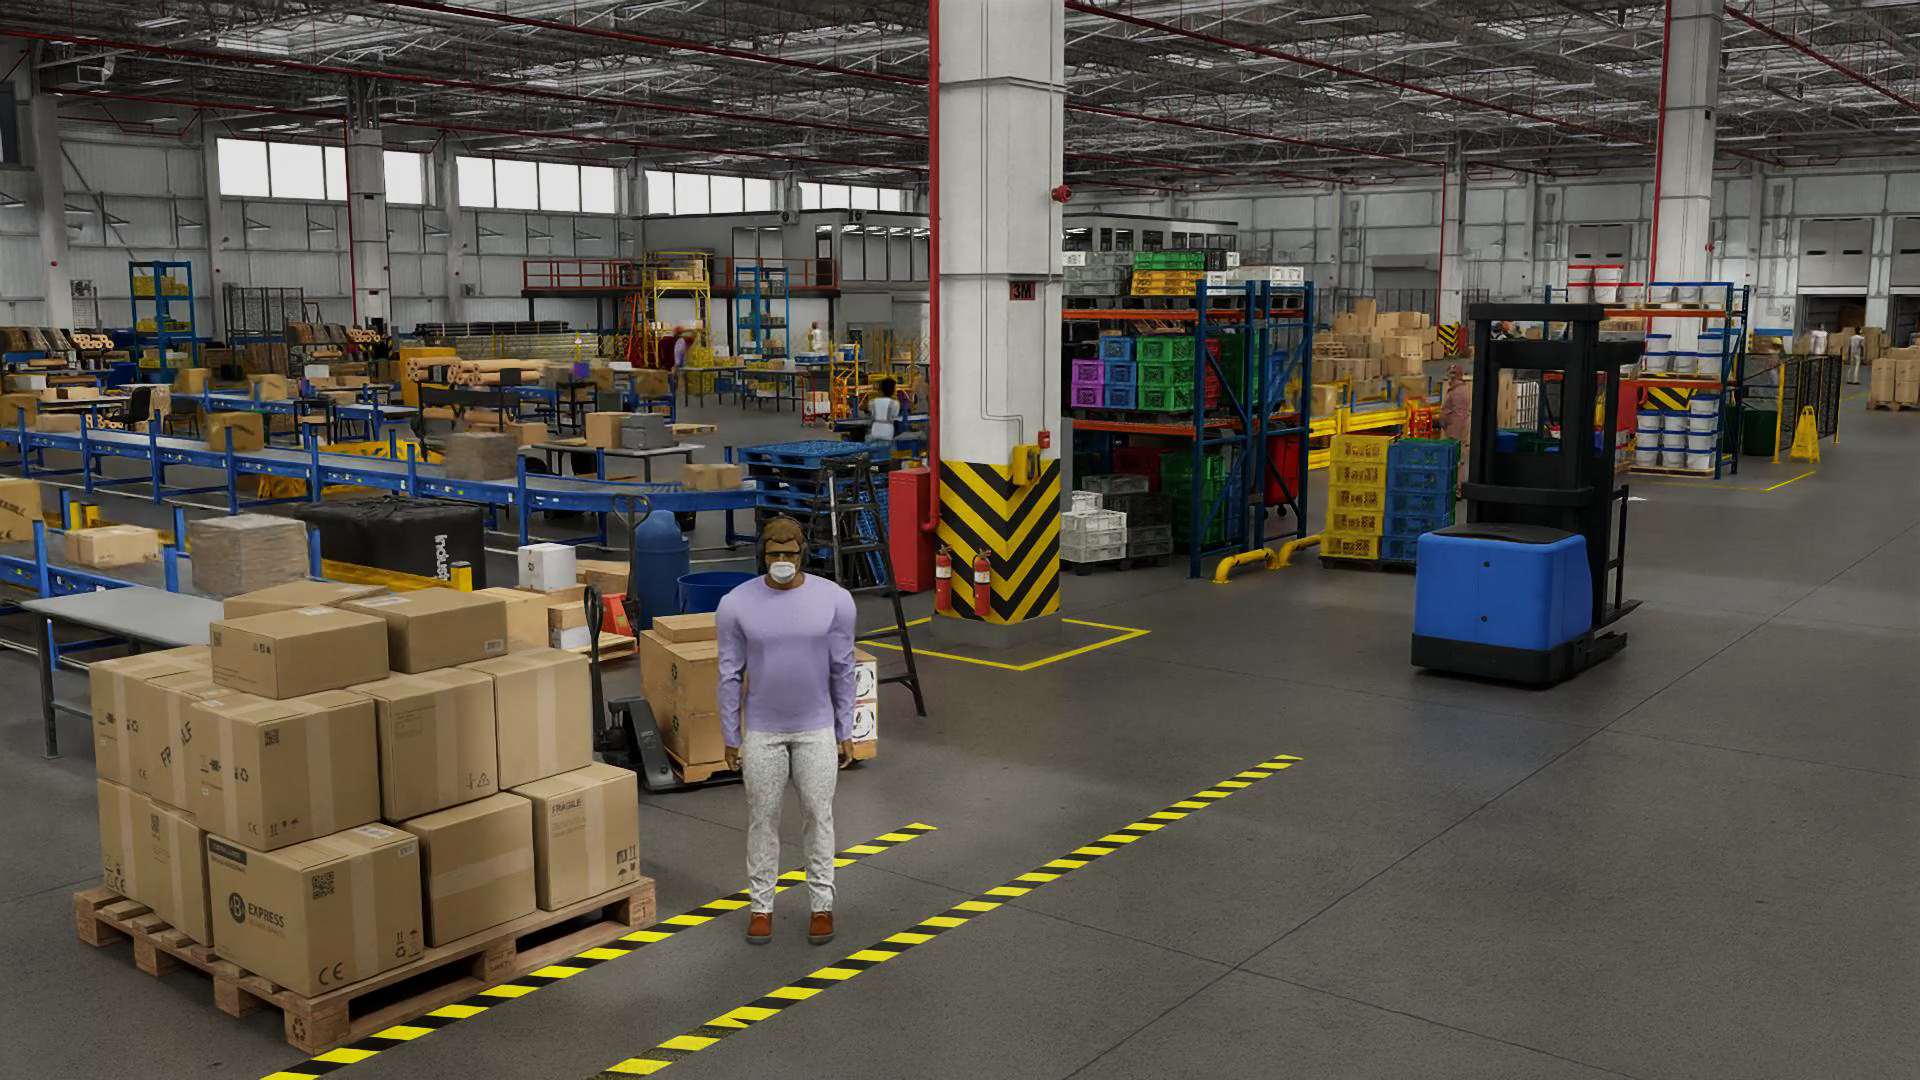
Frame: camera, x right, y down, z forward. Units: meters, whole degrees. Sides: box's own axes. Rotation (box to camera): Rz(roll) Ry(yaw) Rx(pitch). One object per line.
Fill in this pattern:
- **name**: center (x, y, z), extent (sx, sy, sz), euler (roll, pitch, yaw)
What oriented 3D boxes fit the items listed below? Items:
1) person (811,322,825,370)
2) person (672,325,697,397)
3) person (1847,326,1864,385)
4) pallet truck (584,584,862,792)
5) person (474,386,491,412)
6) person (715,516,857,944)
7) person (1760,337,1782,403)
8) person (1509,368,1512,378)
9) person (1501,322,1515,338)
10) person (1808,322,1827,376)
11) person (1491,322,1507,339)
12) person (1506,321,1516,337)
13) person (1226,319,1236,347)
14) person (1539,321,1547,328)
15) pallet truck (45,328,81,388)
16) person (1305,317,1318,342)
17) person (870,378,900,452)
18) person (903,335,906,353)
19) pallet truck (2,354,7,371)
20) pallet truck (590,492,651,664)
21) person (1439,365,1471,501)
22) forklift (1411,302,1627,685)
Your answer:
- **person**: center (-5.260, -7.137, 61.429), extent (0.689, 1.862, 0.592), euler (7, 11, 39)
- **person**: center (-7.714, -4.978, 46.365), extent (0.962, 2.011, 0.620), euler (-3, 9, -21)
- **person**: center (28.349, -5.825, 52.609), extent (0.327, 1.861, 0.503), euler (-4, 9, -26)
- **pallet truck**: center (-1.426, 0.805, 10.019), extent (1.601, 1.201, 0.680), euler (-4, 9, -26)
- **person**: center (-7.815, -1.959, 26.935), extent (0.669, 1.749, 0.534), euler (1, 8, 5)
- **person**: center (-0.766, 0.846, 7.409), extent (0.622, 1.932, 0.368), euler (-1, 9, -7)
- **person**: center (21.465, -4.477, 43.902), extent (0.537, 1.744, 0.726), euler (-7, 11, -39)
- **person**: center (12.964, -3.935, 40.062), extent (0.743, 1.802, 0.602), euler (-8, 11, -42)
- **person**: center (16.956, -5.783, 51.857), extent (0.620, 1.992, 0.388), euler (7, 11, 39)
- **person**: center (30.036, -6.694, 58.278), extent (0.634, 1.917, 0.819), euler (-2, 9, -15)
- **person**: center (16.025, -5.460, 49.520), extent (0.538, 2.000, 0.681), euler (-7, 11, -41)
- **person**: center (25.309, -9.399, 76.606), extent (0.599, 1.894, 0.919), euler (1, 9, 8)
- **person**: center (10.878, -7.957, 66.744), extent (0.417, 1.925, 0.563), euler (6, 11, 37)
- **person**: center (27.367, -9.597, 77.897), extent (0.623, 1.895, 0.992), euler (-8, 11, -42)
- **pallet truck**: center (-23.775, -4.544, 43.495), extent (1.885, 1.965, 0.823), euler (6, 10, 35)
- **person**: center (16.235, -9.386, 76.737), extent (0.660, 1.812, 0.846), euler (0, 8, -3)
- **person**: center (-1.074, -1.507, 24.101), extent (0.547, 1.679, 0.413), euler (5, 10, 31)
- **person**: center (-2.704, -9.419, 76.702), extent (0.676, 1.876, 0.798), euler (3, 9, 17)
- **pallet truck**: center (-24.881, -4.417, 42.634), extent (1.885, 1.965, 0.823), euler (8, 11, 41)
- **pallet truck**: center (-3.115, 0.344, 12.883), extent (0.653, 1.274, 1.630), euler (7, 11, 37)
- **person**: center (6.897, -1.491, 23.241), extent (0.406, 1.901, 0.639), euler (3, 9, 22)
- **forklift**: center (4.379, -0.438, 12.852), extent (1.129, 2.768, 1.873), euler (7, 11, 37)
